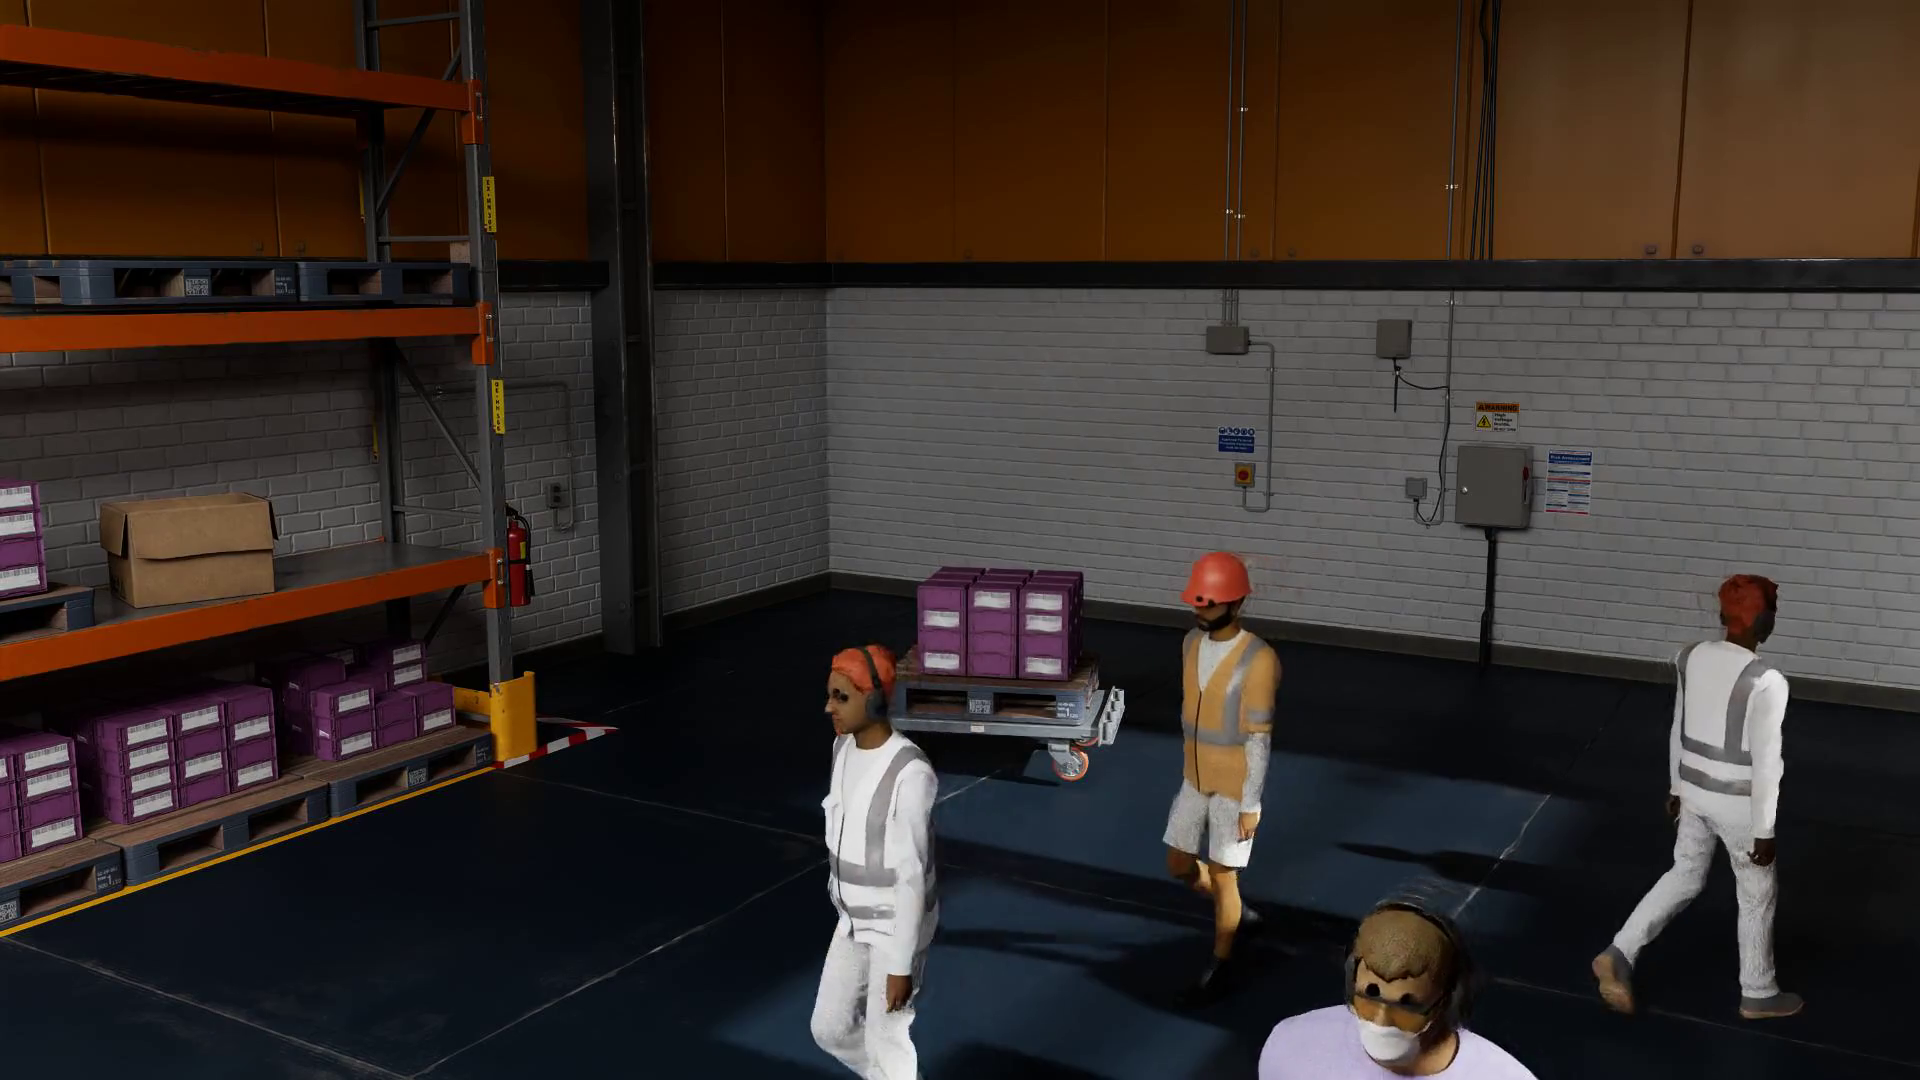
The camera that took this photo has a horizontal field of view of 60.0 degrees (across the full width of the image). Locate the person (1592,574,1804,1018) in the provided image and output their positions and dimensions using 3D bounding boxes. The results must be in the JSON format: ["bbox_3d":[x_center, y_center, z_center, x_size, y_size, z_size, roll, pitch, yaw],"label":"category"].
[{"bbox_3d":[3.024,1.048,6.675,0.877,1.857,0.591,-3,10,-17],"label":"person"}]

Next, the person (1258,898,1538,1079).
[{"bbox_3d":[0.786,1.588,3.091,0.653,1.912,0.680,6,11,35],"label":"person"}]

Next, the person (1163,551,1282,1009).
[{"bbox_3d":[1.094,0.984,6.856,0.494,1.920,0.539,-6,11,-34],"label":"person"}]

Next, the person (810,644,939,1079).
[{"bbox_3d":[-0.252,1.247,5.359,0.429,1.871,0.589,-5,11,-31],"label":"person"}]
